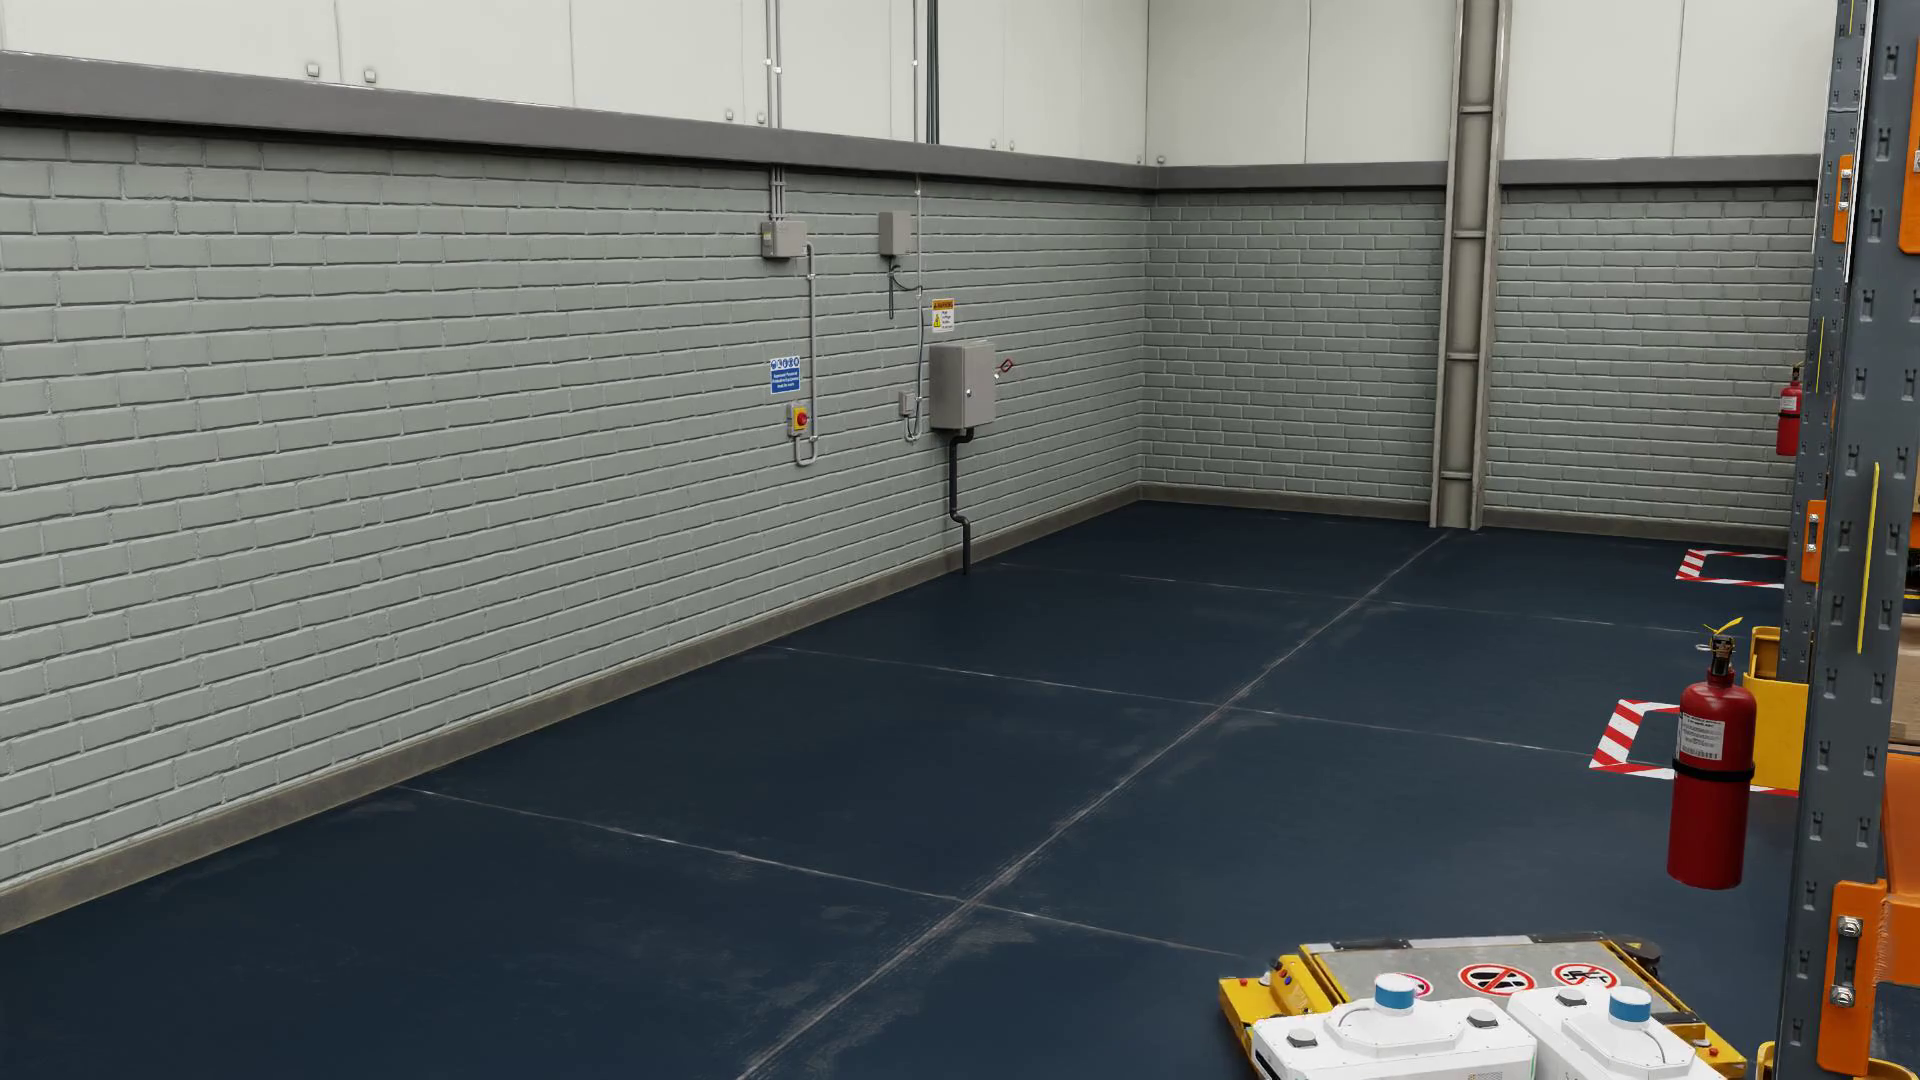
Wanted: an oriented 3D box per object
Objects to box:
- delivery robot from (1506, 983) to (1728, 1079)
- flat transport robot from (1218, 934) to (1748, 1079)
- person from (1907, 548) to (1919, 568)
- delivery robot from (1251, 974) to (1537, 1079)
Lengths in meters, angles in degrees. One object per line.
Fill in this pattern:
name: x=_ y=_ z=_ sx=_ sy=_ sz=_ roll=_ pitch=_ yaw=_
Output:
delivery robot: x=1.736 y=1.412 z=4.344 sx=0.477 sy=0.478 sz=0.707 roll=-2 pitch=11 yaw=-12
flat transport robot: x=1.579 y=1.455 z=5.139 sx=1.431 sy=0.197 sz=0.652 roll=-1 pitch=10 yaw=-5
person: x=6.115 y=-0.353 z=10.556 sx=0.601 sy=1.902 sz=0.737 roll=-9 pitch=13 yaw=-39
delivery robot: x=1.144 y=1.398 z=4.418 sx=0.707 sy=0.478 sz=0.477 roll=-2 pitch=11 yaw=-12
